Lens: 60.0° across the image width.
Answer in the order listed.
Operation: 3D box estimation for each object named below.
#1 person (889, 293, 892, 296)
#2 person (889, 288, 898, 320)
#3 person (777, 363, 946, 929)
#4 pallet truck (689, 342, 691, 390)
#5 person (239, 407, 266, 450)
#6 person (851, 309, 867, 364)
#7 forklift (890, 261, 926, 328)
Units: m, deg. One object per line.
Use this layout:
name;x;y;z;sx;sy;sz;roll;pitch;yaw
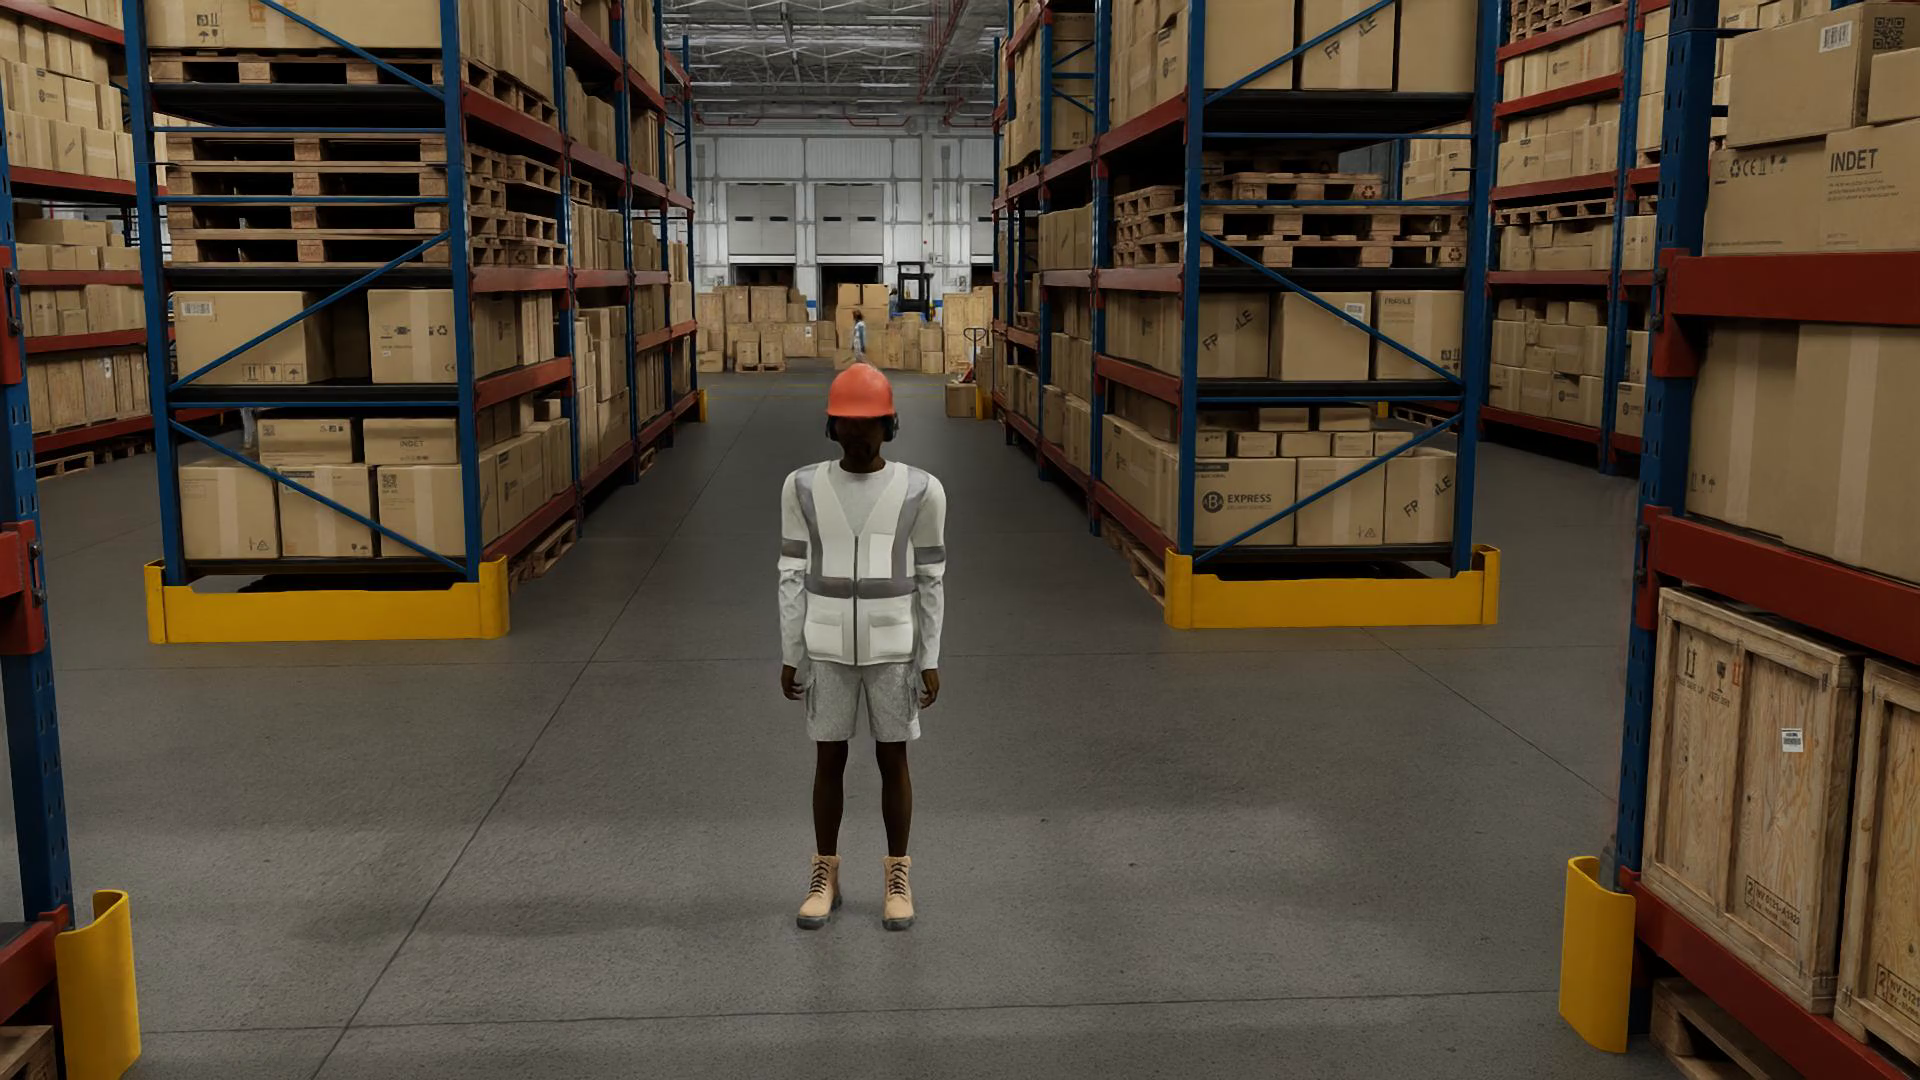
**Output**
person;-2.543;-8.446;62.567;0.542;1.695;0.316;0;9;-2
person;-2.294;-7.801;57.822;0.636;1.928;0.390;3;10;19
person;-0.355;0.389;5.999;0.608;2.048;0.365;1;9;4
pallet truck;-5.225;-3.008;27.480;1.885;1.965;0.823;2;9;14
person;-9.590;-2.118;22.445;0.643;1.831;0.441;0;9;-1
person;-2.154;-4.223;36.291;0.682;1.615;0.518;-3;9;-15
forklift;-1.647;-8.063;56.459;1.129;2.768;1.873;2;9;14
